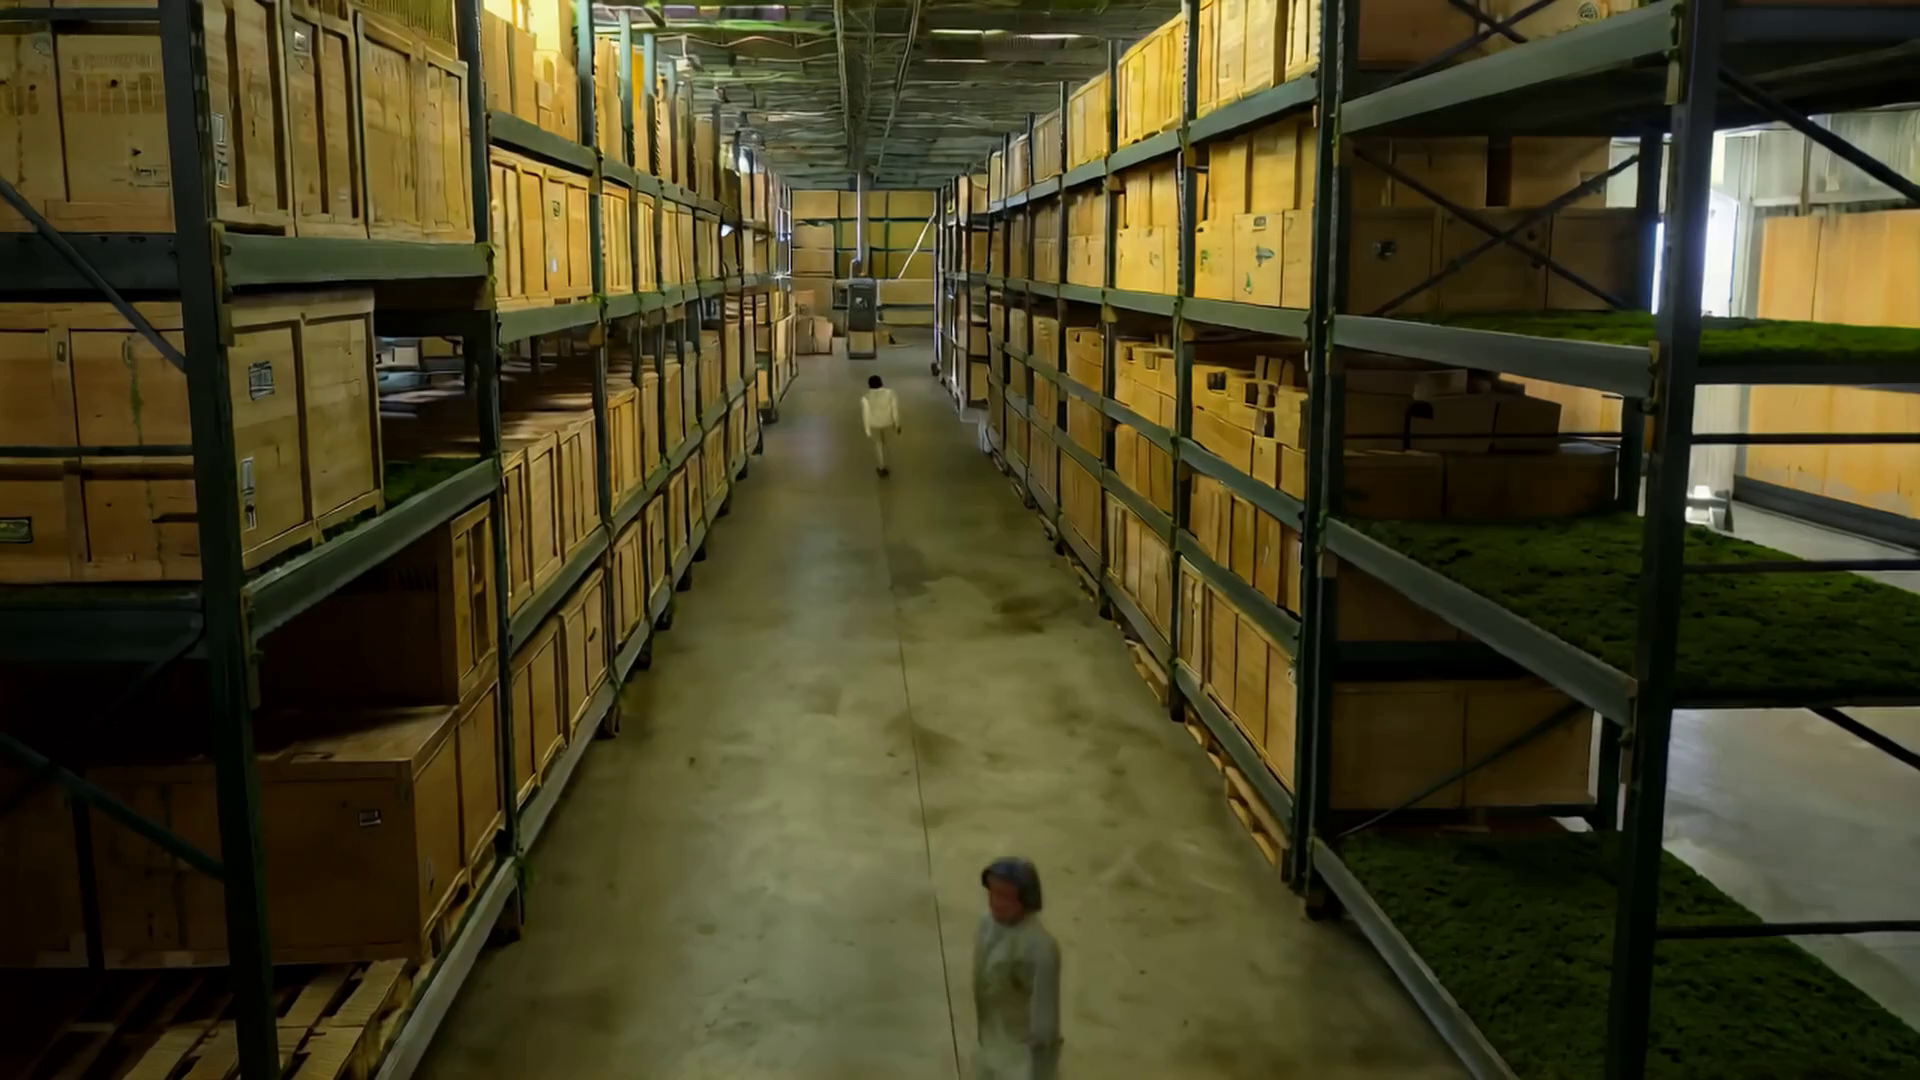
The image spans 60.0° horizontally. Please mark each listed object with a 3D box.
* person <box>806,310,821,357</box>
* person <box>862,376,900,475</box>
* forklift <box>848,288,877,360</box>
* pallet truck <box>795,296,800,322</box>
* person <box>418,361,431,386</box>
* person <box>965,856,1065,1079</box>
[{"bbox_3d":[-5.919,-8.344,67.239,0.485,1.896,0.610,-4,10,-21],"label":"person"},{"bbox_3d":[-1.432,-2.081,30.210,0.663,1.783,0.923,-3,10,-17],"label":"person"},{"bbox_3d":[-3.837,-8.459,64.997,1.129,2.768,1.873,-1,10,-4],"label":"forklift"},{"bbox_3d":[-8.622,-12.439,91.403,1.885,1.965,0.823,2,10,13],"label":"pallet truck"},{"bbox_3d":[-12.289,-3.316,38.131,0.895,1.589,0.528,-2,10,-12],"label":"person"},{"bbox_3d":[0.145,1.992,6.328,0.757,1.602,0.545,-8,13,-41],"label":"person"}]
